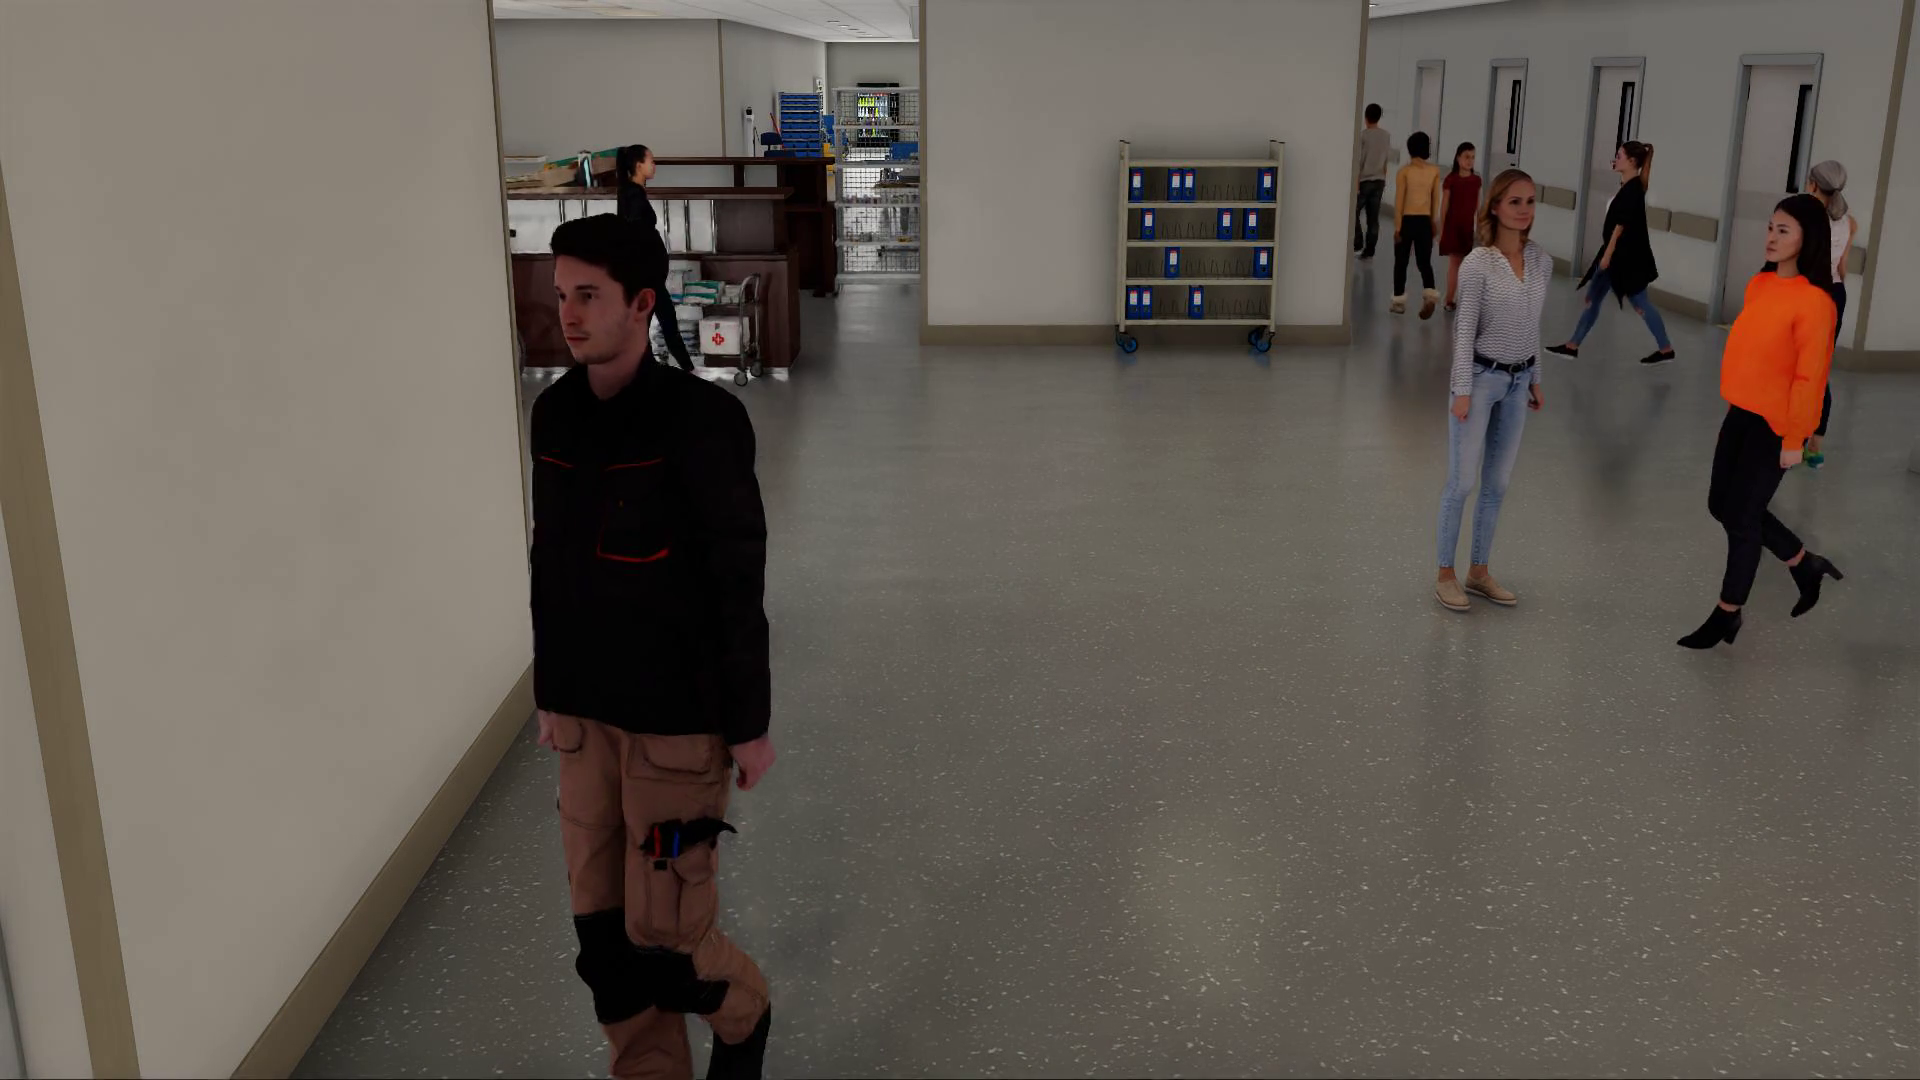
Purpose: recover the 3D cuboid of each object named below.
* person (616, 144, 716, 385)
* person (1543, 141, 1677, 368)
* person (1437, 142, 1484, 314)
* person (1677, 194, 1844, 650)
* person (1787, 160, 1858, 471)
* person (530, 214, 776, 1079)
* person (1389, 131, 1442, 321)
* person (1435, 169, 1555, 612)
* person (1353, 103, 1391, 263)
[{"bbox_3d":[-2.210,-1.743,11.046,1.019,1.683,0.786,-5,16,-16],"label":"person"},{"bbox_3d":[4.972,-2.041,12.197,1.233,1.631,0.893,6,17,20],"label":"person"},{"bbox_3d":[4.570,-2.876,15.327,0.642,1.540,0.672,-4,16,-13],"label":"person"},{"bbox_3d":[3.091,-0.405,6.215,0.890,1.729,0.677,0,16,-1],"label":"person"},{"bbox_3d":[4.739,-1.238,9.235,0.565,1.695,0.716,-5,16,-17],"label":"person"},{"bbox_3d":[-0.557,0.333,3.260,0.866,1.912,0.933,8,18,28],"label":"person"},{"bbox_3d":[4.081,-2.769,14.784,1.005,1.631,0.656,0,16,-1],"label":"person"},{"bbox_3d":[2.182,-0.608,6.815,0.558,1.795,0.710,-6,17,-20],"label":"person"},{"bbox_3d":[4.787,-4.120,19.268,0.650,1.798,0.777,-3,16,-11],"label":"person"}]
